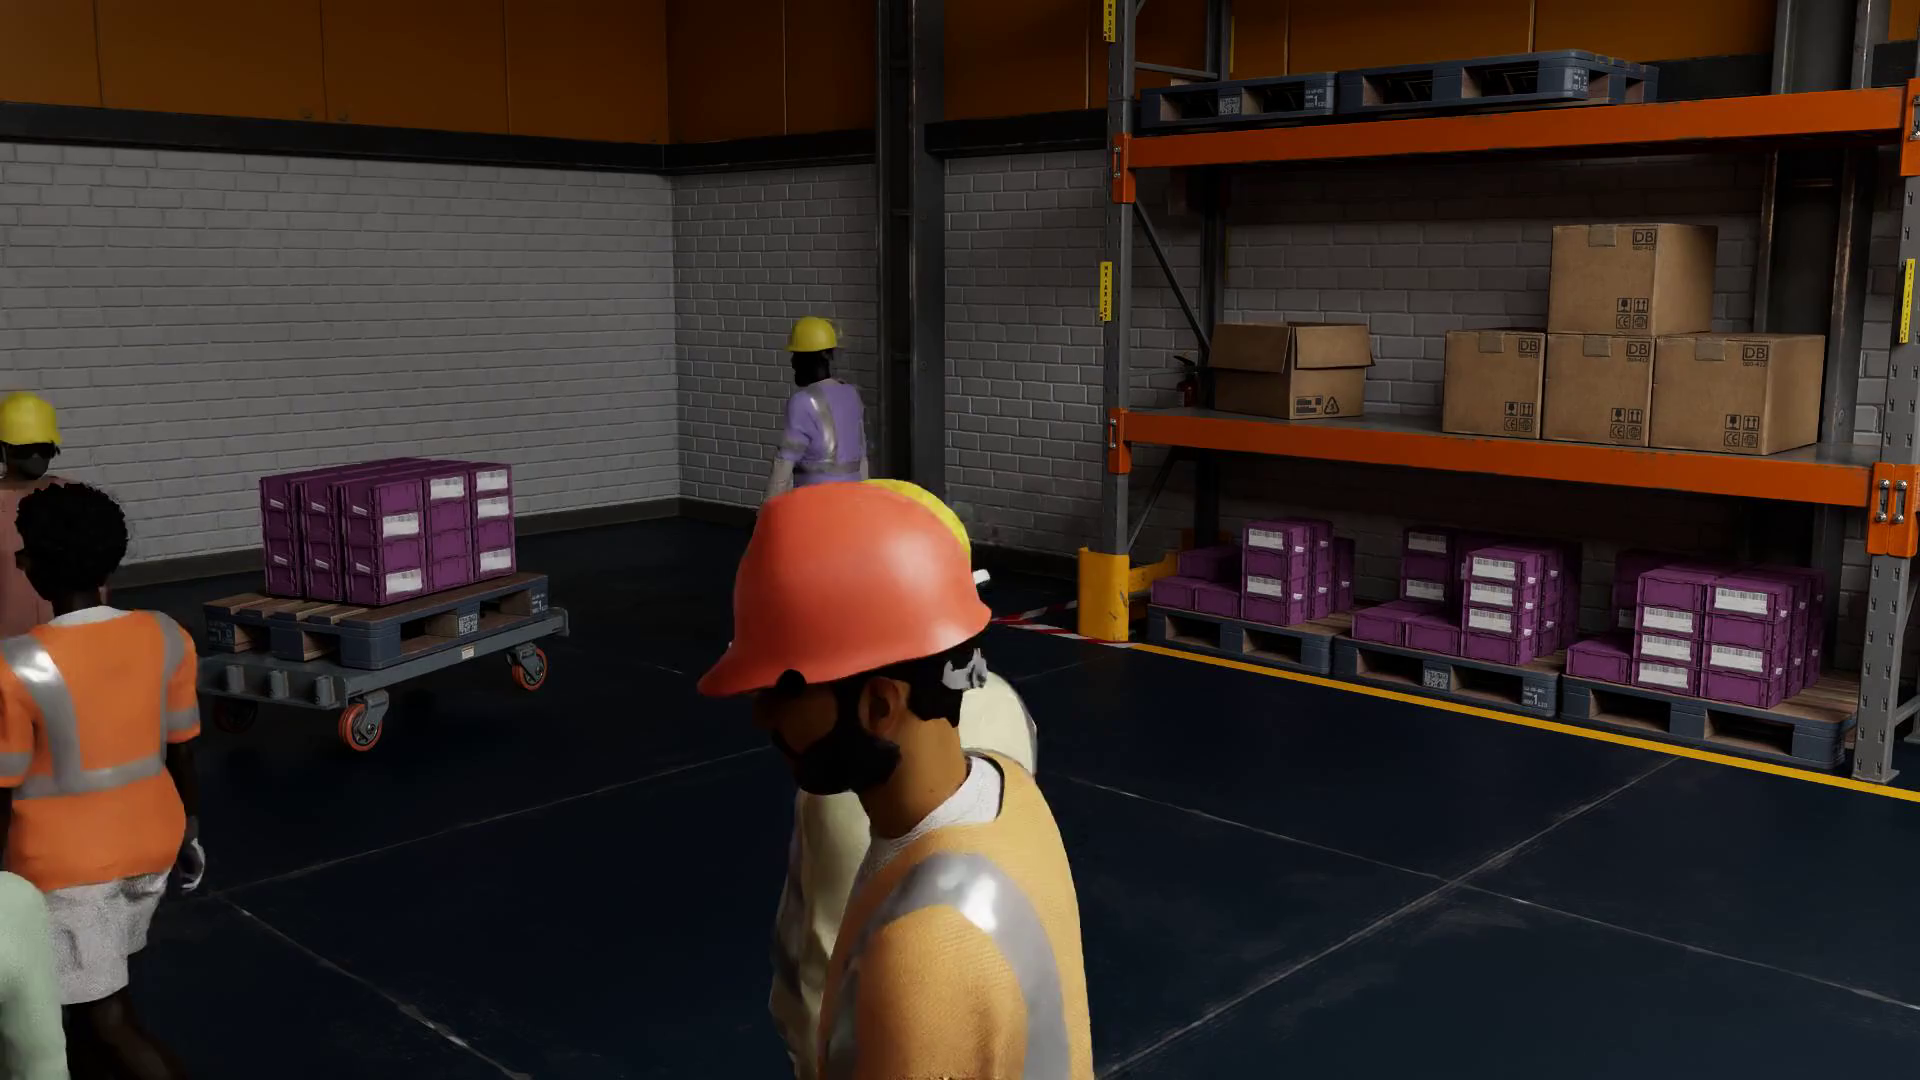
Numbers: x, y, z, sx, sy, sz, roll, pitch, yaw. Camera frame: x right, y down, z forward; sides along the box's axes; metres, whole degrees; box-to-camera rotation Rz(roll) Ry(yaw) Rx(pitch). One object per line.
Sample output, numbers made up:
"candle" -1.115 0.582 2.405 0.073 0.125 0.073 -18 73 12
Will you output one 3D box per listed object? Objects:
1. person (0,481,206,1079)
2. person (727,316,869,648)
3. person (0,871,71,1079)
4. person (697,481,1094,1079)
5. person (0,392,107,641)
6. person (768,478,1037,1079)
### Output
"person" -1.883 0.698 3.685 0.824 1.662 0.533 4 10 22
"person" -0.774 -0.172 8.368 0.988 1.875 0.589 3 10 19
"person" -1.454 0.974 2.235 0.523 1.584 0.875 -9 13 -43
"person" -0.123 0.879 1.840 0.839 1.899 0.556 1 9 3
"person" -3.153 0.350 5.696 0.500 1.707 0.985 -8 12 -39
"person" -0.026 0.805 2.591 0.802 1.810 0.597 3 10 20
